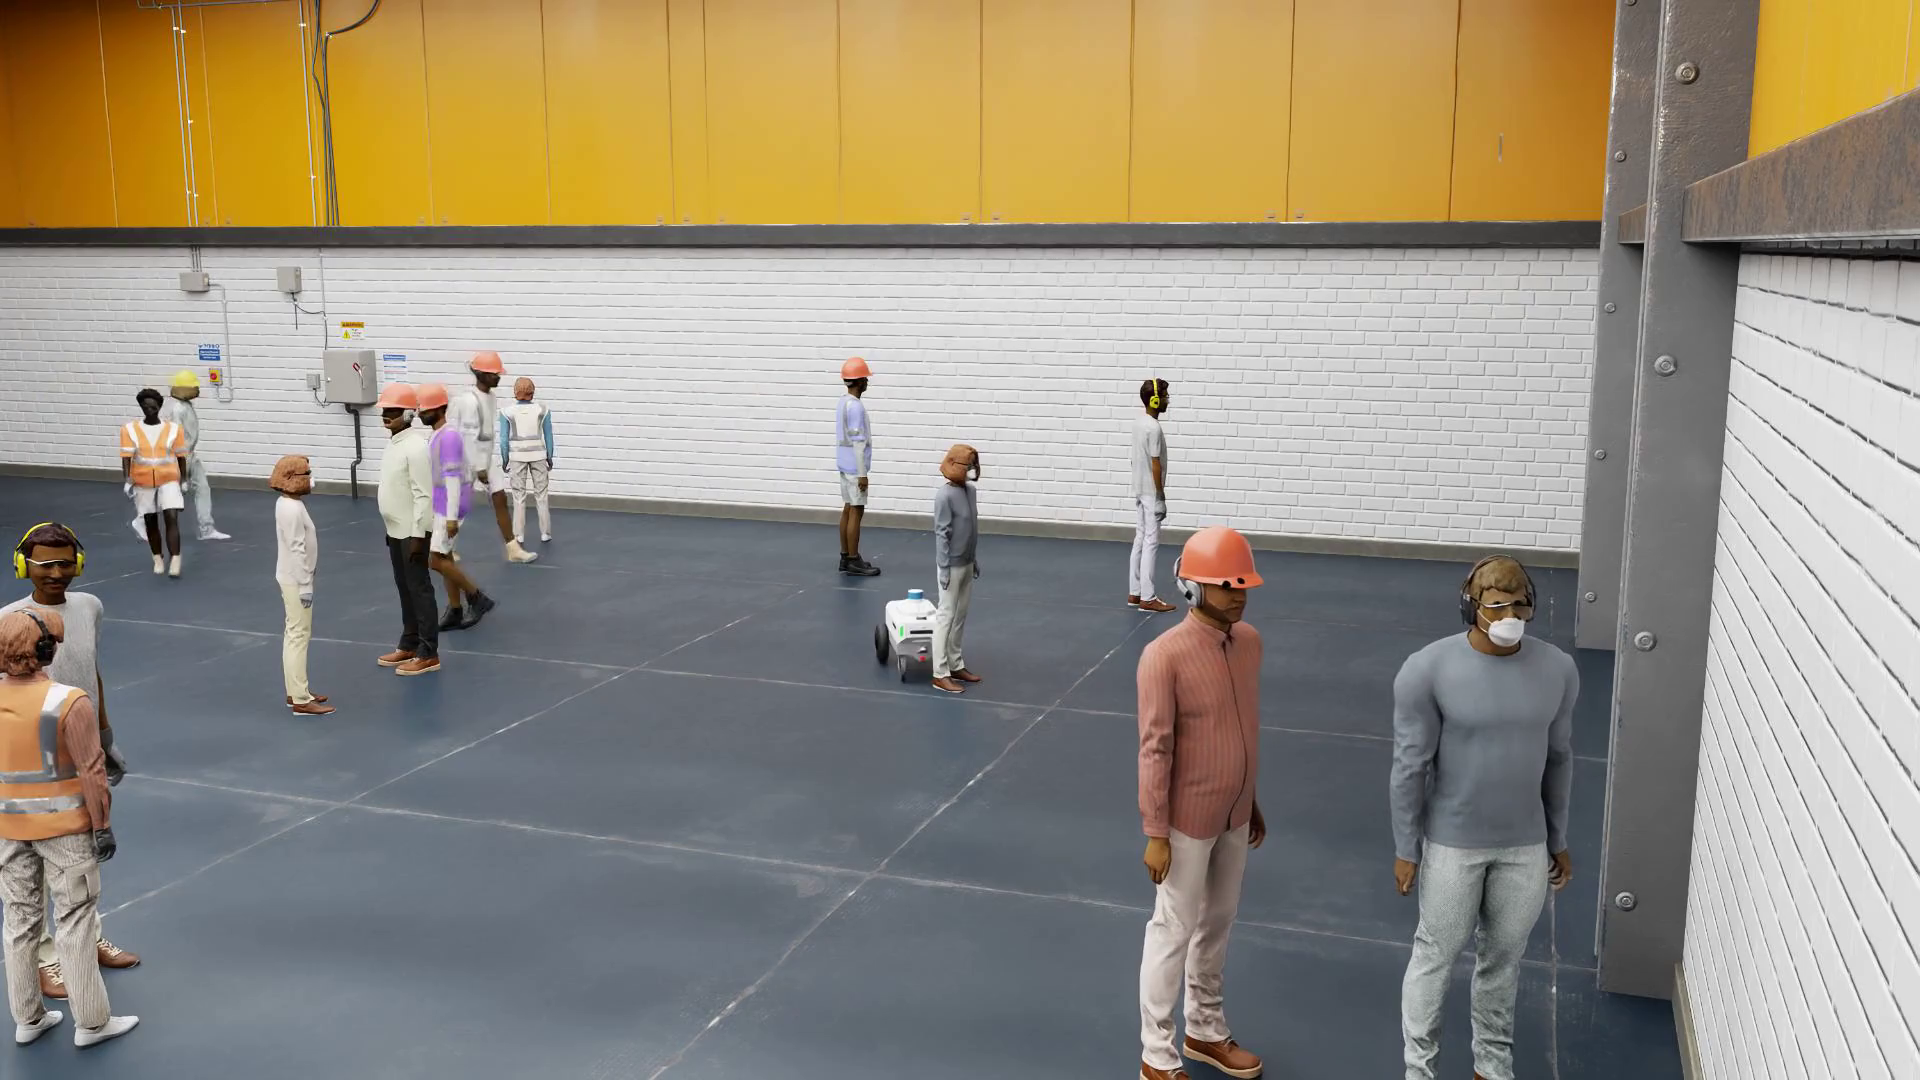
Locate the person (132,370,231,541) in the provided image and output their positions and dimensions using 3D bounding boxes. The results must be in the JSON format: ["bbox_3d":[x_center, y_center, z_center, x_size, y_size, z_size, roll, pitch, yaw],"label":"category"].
[{"bbox_3d":[-7.731,-0.820,16.382,0.814,1.710,0.489,-2,10,-11],"label":"person"}]

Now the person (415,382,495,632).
[{"bbox_3d":[-3.870,-0.234,12.497,0.444,1.911,0.583,-5,11,-26],"label":"person"}]

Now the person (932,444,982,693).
[{"bbox_3d":[-0.010,0.175,10.980,0.273,1.631,0.507,5,11,25],"label":"person"}]

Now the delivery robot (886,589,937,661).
[{"bbox_3d":[-0.304,0.584,11.448,0.477,0.478,0.707,-2,10,-10],"label":"delivery robot"}]

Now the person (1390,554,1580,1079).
[{"bbox_3d":[1.722,0.998,5.488,0.637,1.938,0.355,-2,10,-10],"label":"person"}]

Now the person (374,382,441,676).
[{"bbox_3d":[-3.797,-0.081,11.396,0.375,1.997,0.612,-8,13,-37],"label":"person"}]

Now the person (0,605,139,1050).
[{"bbox_3d":[-3.314,1.050,6.035,0.514,1.641,0.307,2,10,10],"label":"person"}]

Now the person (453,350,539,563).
[{"bbox_3d":[-4.447,-0.747,15.239,1.050,1.985,0.610,2,10,12],"label":"person"}]

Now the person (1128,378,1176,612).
[{"bbox_3d":[1.539,-0.362,13.338,0.319,1.871,0.532,-3,10,-14],"label":"person"}]

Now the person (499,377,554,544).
[{"bbox_3d":[-4.243,-0.776,16.320,0.515,1.641,0.309,-4,11,-20],"label":"person"}]

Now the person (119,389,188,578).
[{"bbox_3d":[-7.059,-0.479,14.587,0.544,1.667,0.762,-4,11,-22],"label":"person"}]

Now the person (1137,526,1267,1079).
[{"bbox_3d":[0.847,0.932,5.700,0.389,1.992,0.625,10,14,44],"label":"person"}]

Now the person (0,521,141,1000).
[{"bbox_3d":[-3.526,0.846,6.557,0.335,1.865,0.520,4,11,20],"label":"person"}]

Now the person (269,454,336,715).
[{"bbox_3d":[-4.131,0.275,10.416,0.282,1.633,0.498,-5,11,-27],"label":"person"}]

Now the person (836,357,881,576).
[{"bbox_3d":[-0.918,-0.651,14.759,0.340,1.942,0.551,-3,11,-17],"label":"person"}]
